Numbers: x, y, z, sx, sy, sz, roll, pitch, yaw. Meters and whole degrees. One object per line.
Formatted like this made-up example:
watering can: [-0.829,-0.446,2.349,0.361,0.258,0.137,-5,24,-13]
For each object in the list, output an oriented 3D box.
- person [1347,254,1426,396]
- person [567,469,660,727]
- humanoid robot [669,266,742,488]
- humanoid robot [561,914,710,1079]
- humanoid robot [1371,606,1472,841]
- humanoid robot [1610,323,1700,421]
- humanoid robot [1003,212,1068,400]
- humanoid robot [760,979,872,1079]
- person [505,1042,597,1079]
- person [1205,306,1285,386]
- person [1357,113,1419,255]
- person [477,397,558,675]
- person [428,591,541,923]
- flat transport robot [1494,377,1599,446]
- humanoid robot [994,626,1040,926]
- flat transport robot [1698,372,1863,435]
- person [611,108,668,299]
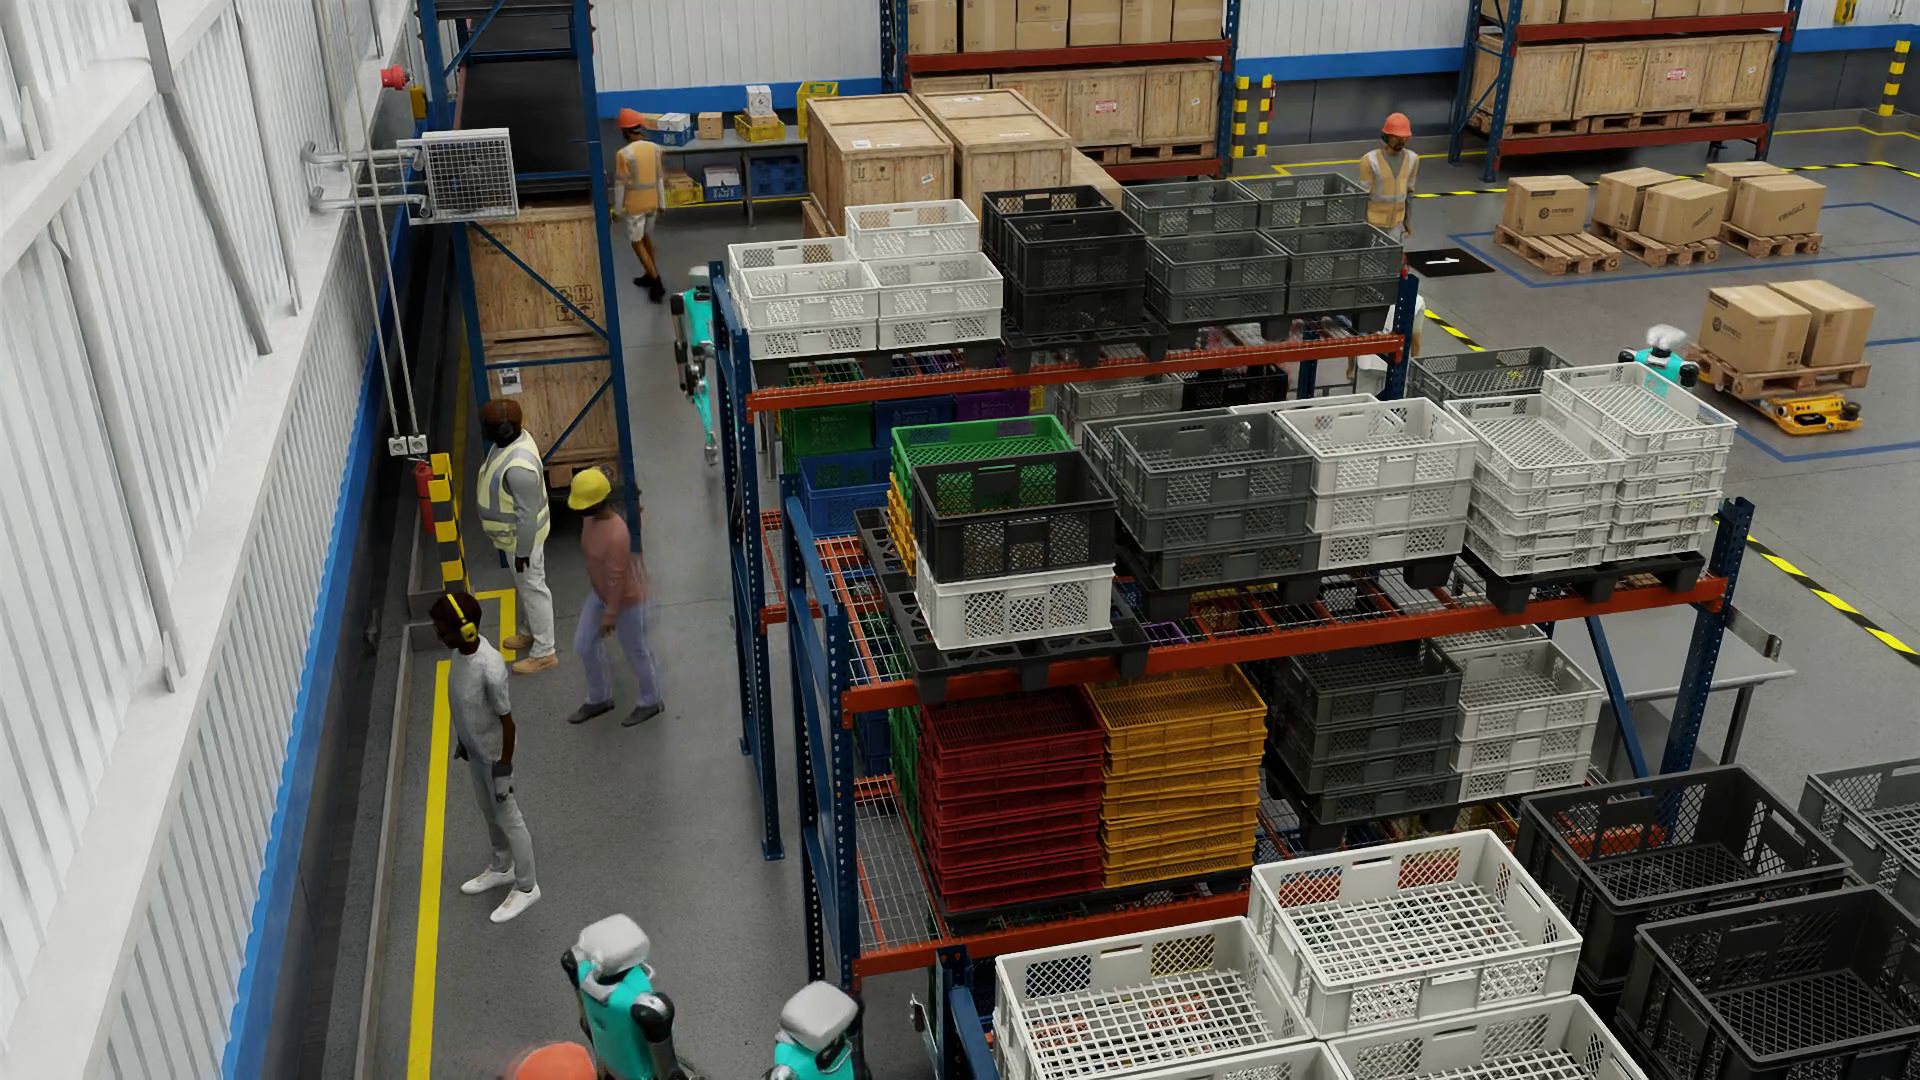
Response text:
person: [3.265,-1.335,12.892,0.565,1.841,0.390,9,29,17]
person: [-2.106,0.372,9.767,0.643,1.733,0.519,-21,34,-35]
humanoid robot: [-1.878,-1.171,12.696,0.537,1.721,1.013,-6,28,-11]
humanoid robot: [-1.096,2.122,6.529,0.538,1.838,0.731,19,33,32]
humanoid robot: [2.281,1.058,8.531,0.562,1.638,0.609,8,29,14]
humanoid robot: [4.888,-0.775,11.802,0.533,1.673,0.735,16,32,28]
humanoid robot: [0.656,-1.879,14.087,0.816,1.814,0.543,-1,28,-1]
humanoid robot: [-0.310,2.372,5.972,0.674,1.790,0.558,14,31,24]
person: [-1.448,2.476,5.525,0.808,1.986,0.652,12,30,22]
person: [2.111,-1.245,12.687,0.956,1.872,0.580,-25,37,-39]
person: [4.081,-3.076,15.977,0.606,2.048,0.366,-8,29,-14]
person: [-2.780,-0.038,10.430,0.429,1.846,0.625,-10,30,-19]
person: [-2.380,1.071,8.305,0.328,1.865,0.517,-21,34,-34]
flat transport robot: [4.780,-1.036,14.013,0.659,0.231,1.431,-6,28,-12]
humanoid robot: [0.280,1.158,8.322,0.599,1.657,0.315,24,36,38]
flat transport robot: [7.112,-1.312,14.507,0.652,0.197,1.431,-6,28,-12]
person: [-3.172,-3.358,16.664,0.668,1.895,0.569,19,33,31]
